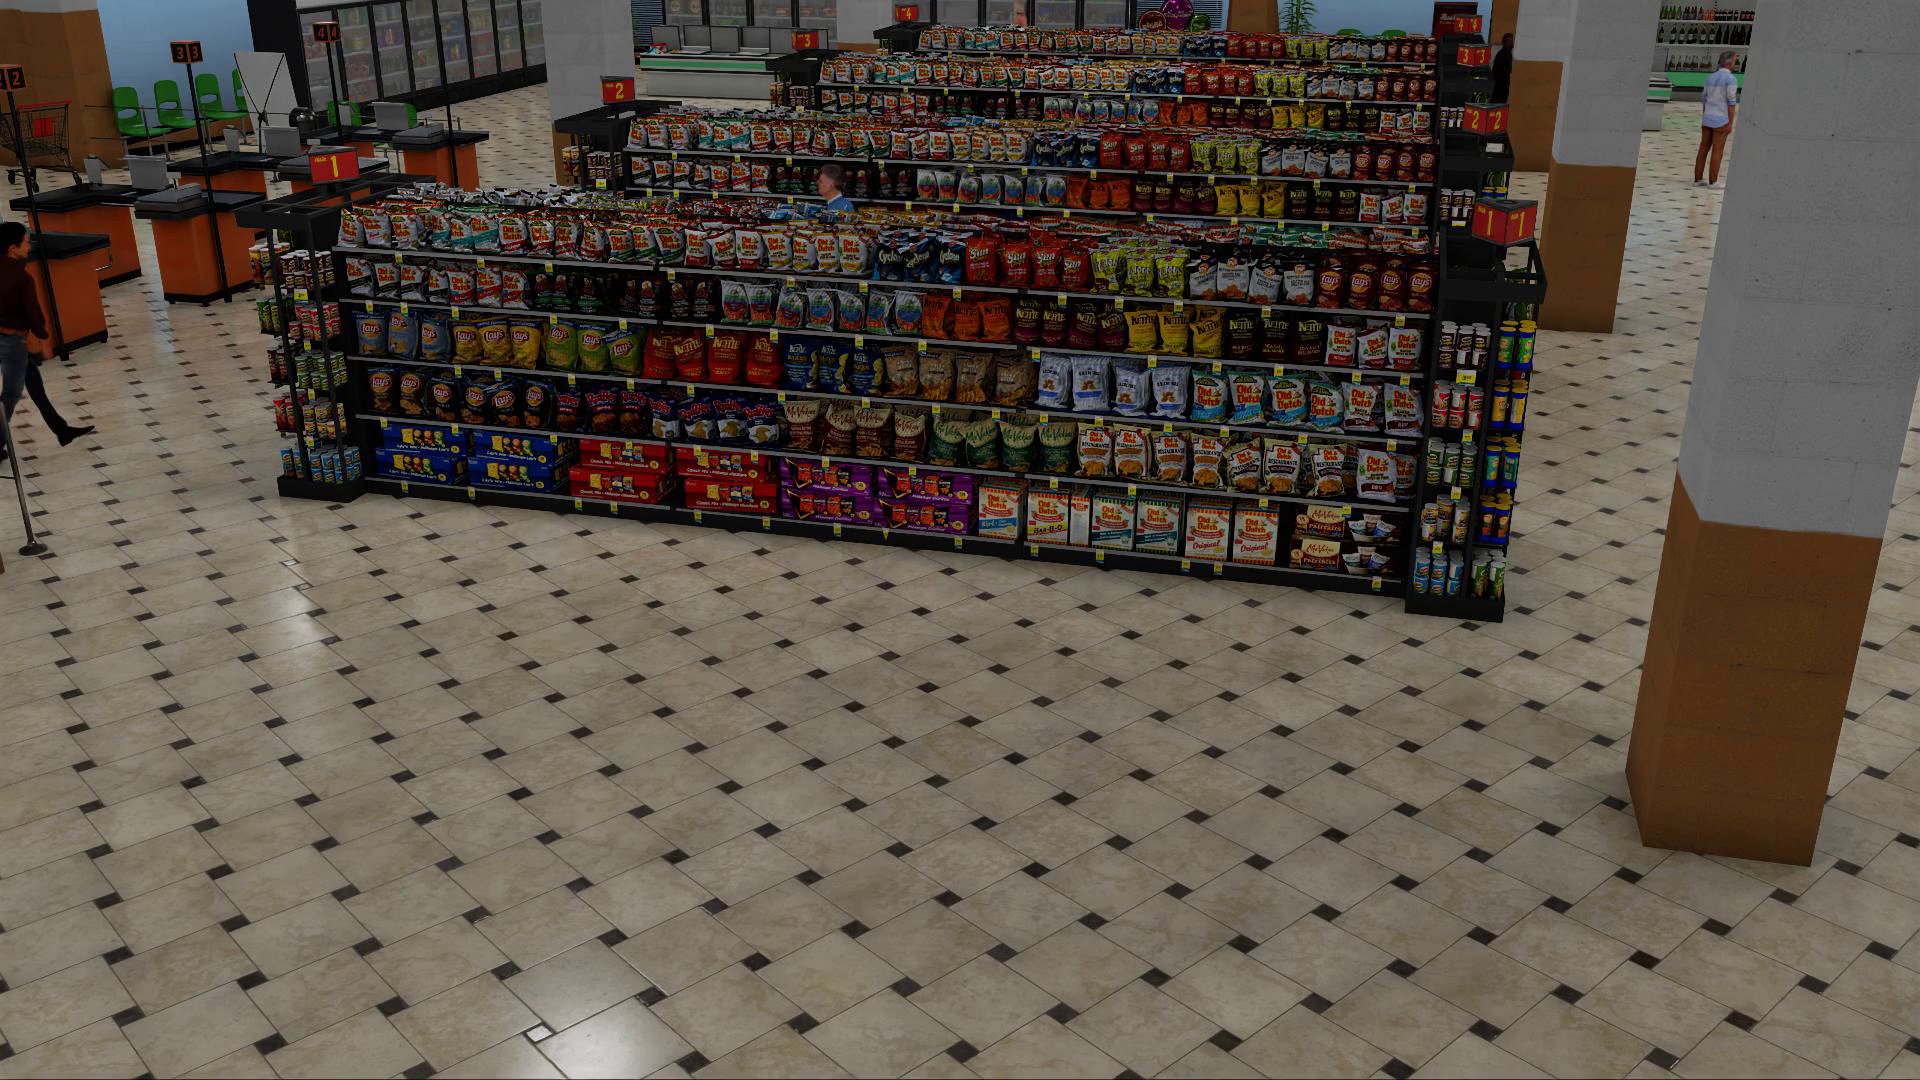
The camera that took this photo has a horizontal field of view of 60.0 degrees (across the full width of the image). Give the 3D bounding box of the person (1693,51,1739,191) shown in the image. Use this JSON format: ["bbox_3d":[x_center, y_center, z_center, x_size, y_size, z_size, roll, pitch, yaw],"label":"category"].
[{"bbox_3d":[10.327,-5.734,22.687,0.799,1.827,0.769,-9,24,-22],"label":"person"}]

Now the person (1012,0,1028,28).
[{"bbox_3d":[1.183,-9.895,33.182,0.535,1.724,0.616,8,23,18],"label":"person"}]

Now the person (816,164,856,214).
[{"bbox_3d":[-1.007,-2.281,14.124,0.891,1.804,0.717,4,22,9],"label":"person"}]

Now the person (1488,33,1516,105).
[{"bbox_3d":[8.093,-6.719,25.212,1.247,1.772,0.847,10,24,24],"label":"person"}]

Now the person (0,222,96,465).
[{"bbox_3d":[-6.919,-1.378,11.994,1.063,1.717,0.982,11,24,24],"label":"person"}]
